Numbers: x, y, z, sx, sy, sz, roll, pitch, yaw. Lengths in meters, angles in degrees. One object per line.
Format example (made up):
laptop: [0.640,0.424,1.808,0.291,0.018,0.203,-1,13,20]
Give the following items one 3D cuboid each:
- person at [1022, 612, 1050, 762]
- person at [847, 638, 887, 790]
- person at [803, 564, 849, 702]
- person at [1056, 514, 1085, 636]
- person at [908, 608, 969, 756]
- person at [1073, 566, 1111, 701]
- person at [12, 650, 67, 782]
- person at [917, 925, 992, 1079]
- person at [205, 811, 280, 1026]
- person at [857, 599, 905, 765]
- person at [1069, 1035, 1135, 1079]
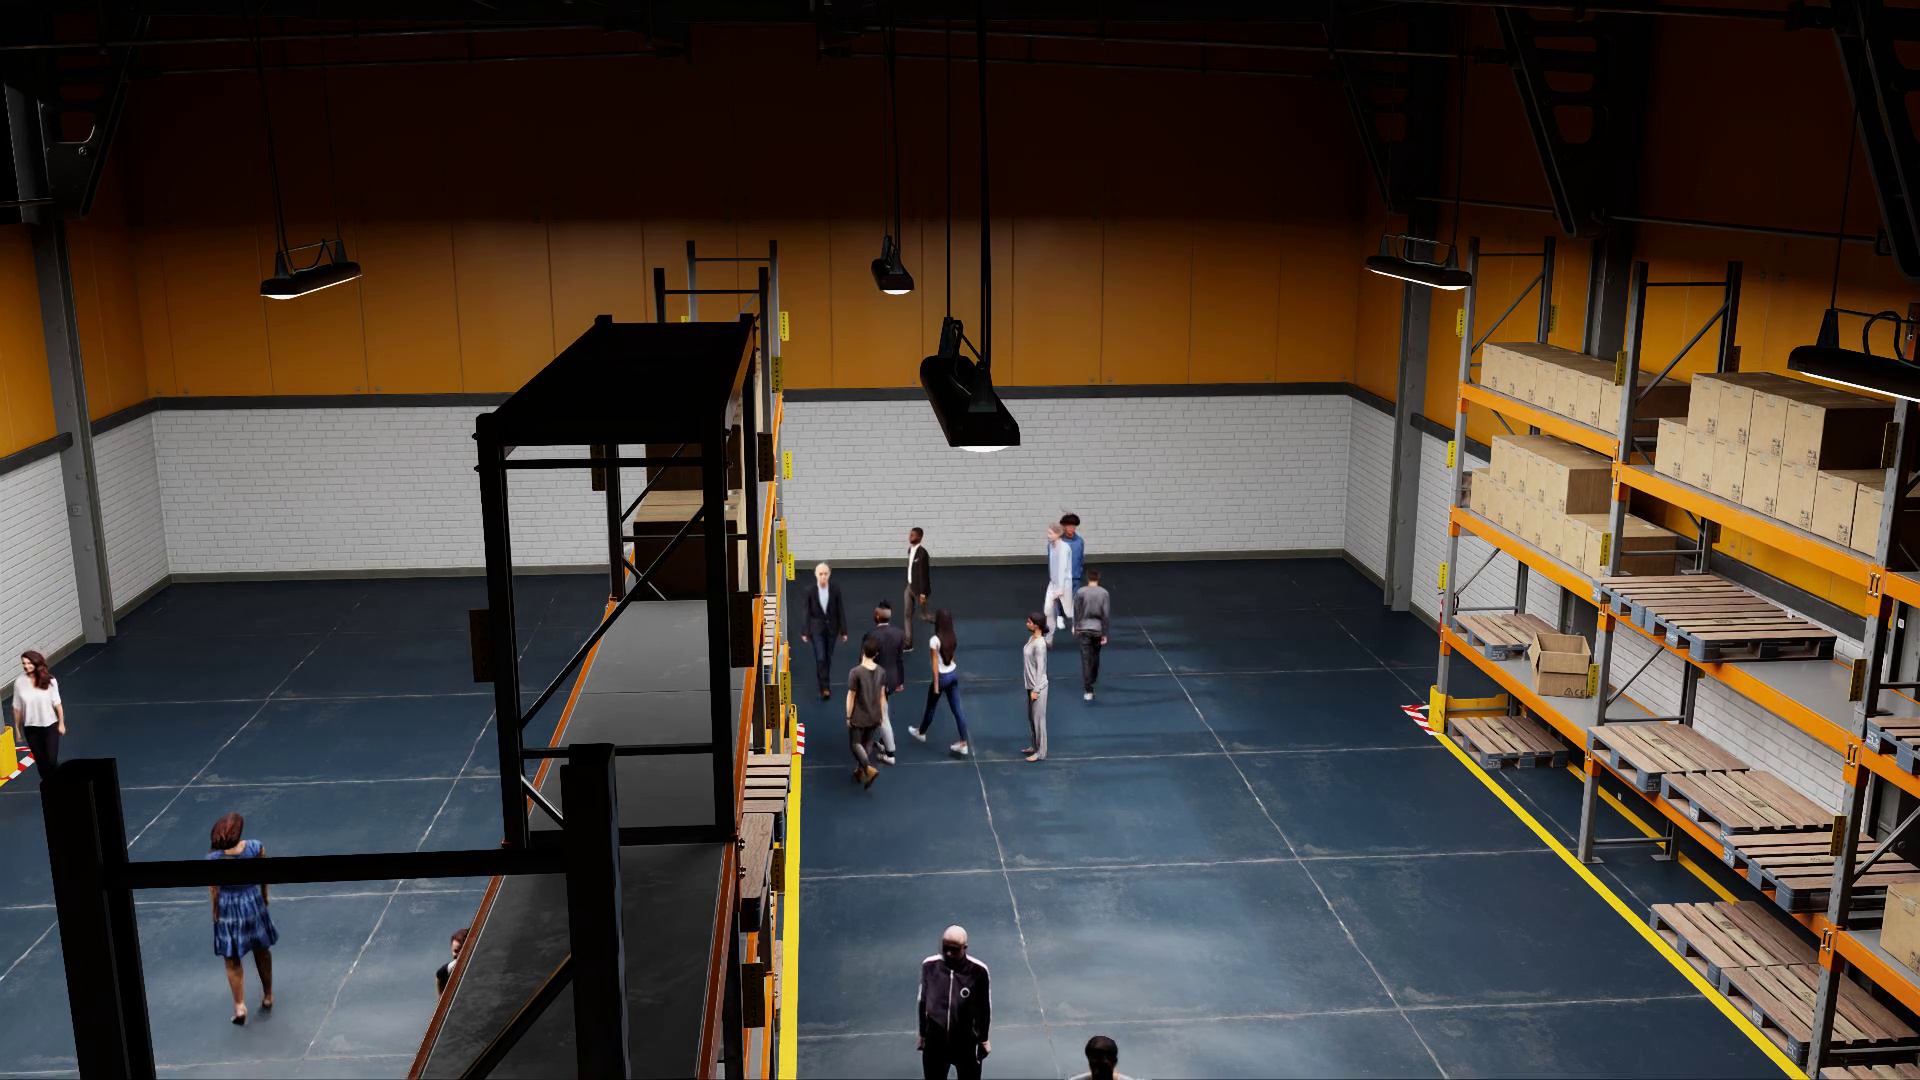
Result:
person: [0.896,1.699,19.446,0.657,1.774,0.469,-2,14,-7]
person: [-1.032,1.955,18.582,0.838,1.683,1.016,-8,16,-29]
person: [-1.782,1.170,21.656,0.869,1.762,1.179,-4,14,-17]
person: [1.555,0.492,24.442,0.692,1.769,1.132,-1,14,-6]
person: [-0.109,1.703,19.546,1.180,1.719,1.089,12,18,41]
person: [1.681,1.234,21.482,0.612,1.720,1.134,-1,14,-4]
person: [-9.944,2.031,18.060,0.654,1.781,0.692,-3,14,-12]
person: [-0.044,3.537,11.731,0.737,1.833,0.676,3,14,10]
person: [-5.896,3.089,13.649,0.754,1.802,0.780,-12,18,-41]
person: [-0.837,1.658,19.288,0.948,1.929,1.021,-12,18,-41]
person: [0.929,3.886,10.336,0.822,1.812,1.234,1,14,4]
